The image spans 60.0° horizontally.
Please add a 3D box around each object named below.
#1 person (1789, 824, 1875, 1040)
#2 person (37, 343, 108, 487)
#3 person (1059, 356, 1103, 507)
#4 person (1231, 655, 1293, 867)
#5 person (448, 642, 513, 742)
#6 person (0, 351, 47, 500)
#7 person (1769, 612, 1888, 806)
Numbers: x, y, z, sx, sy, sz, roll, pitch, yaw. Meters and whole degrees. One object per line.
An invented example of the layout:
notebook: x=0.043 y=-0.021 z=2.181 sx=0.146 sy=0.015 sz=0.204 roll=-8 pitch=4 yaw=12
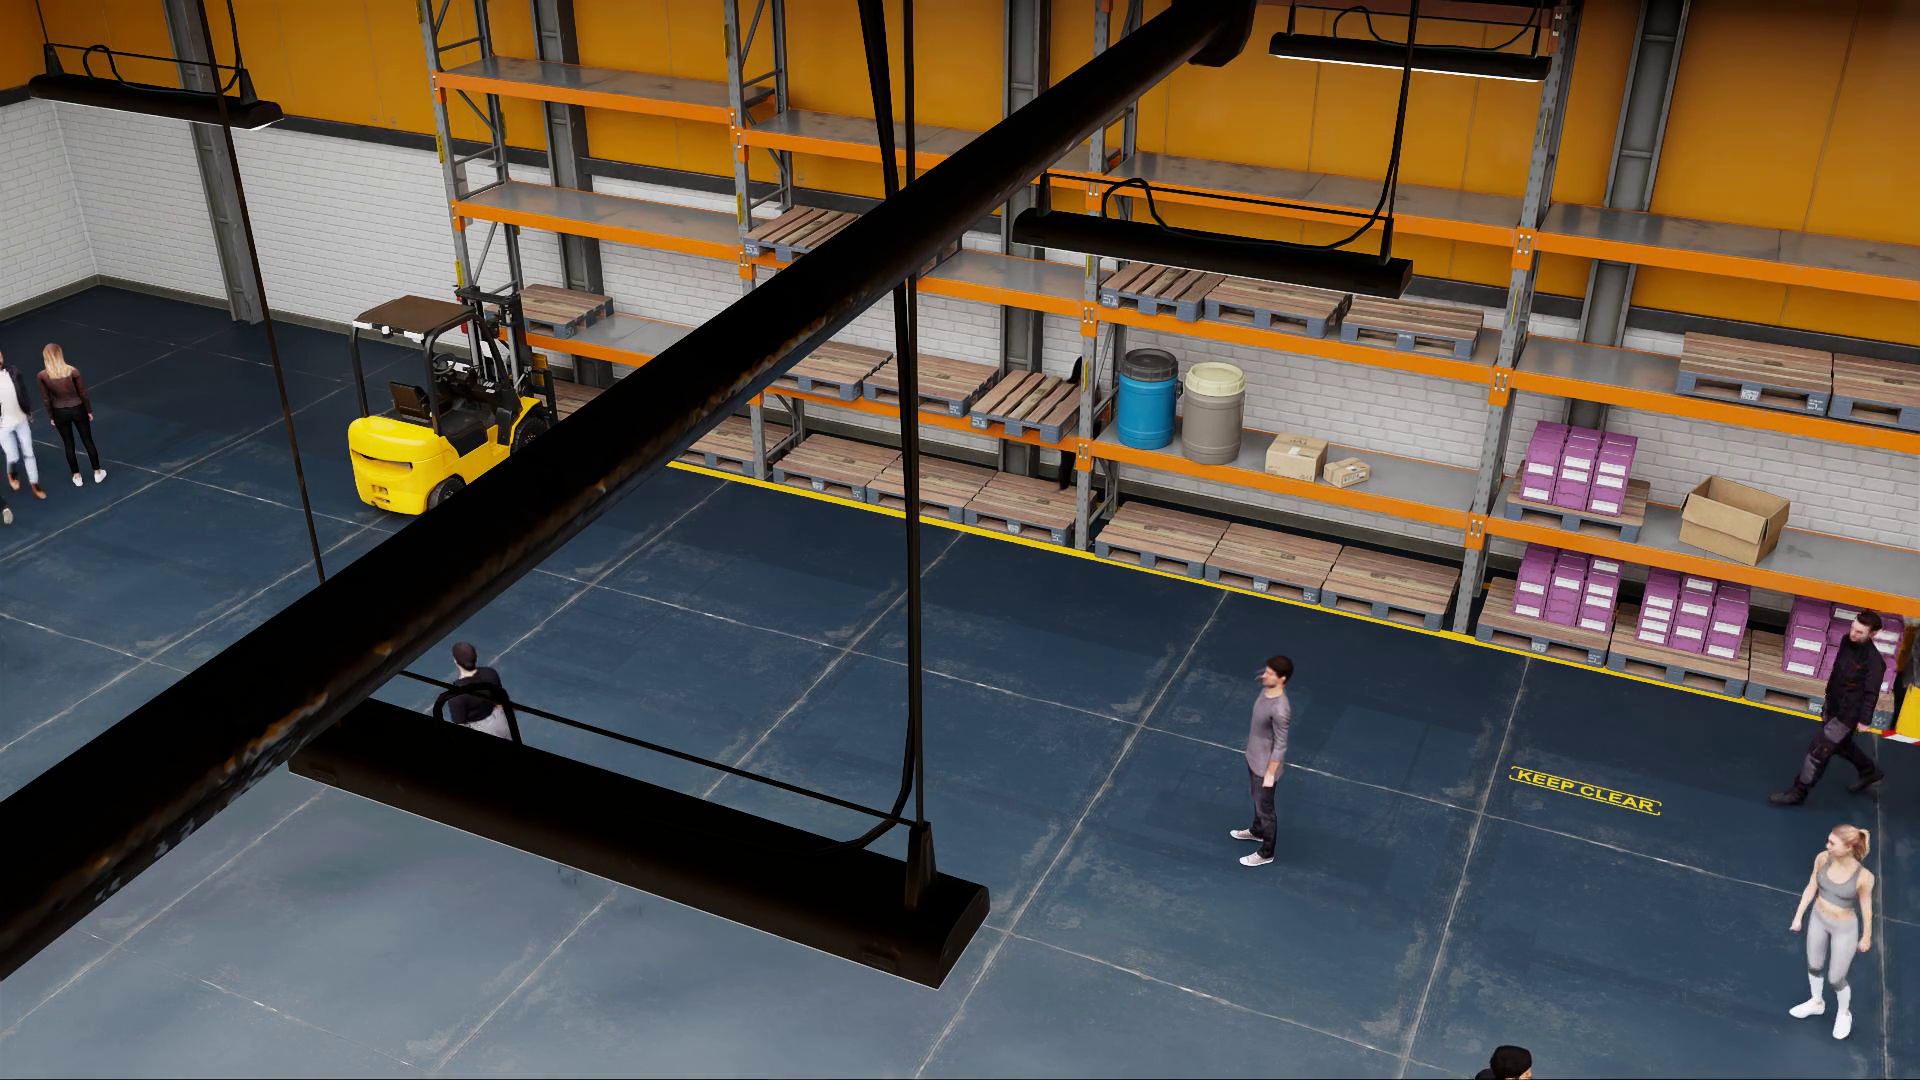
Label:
person: x=6.054 y=2.666 z=11.425 sx=0.747 sy=1.669 sz=0.849 roll=25 pitch=37 yaw=37
person: x=-10.114 y=-1.430 z=18.896 sx=0.668 sy=1.705 sz=0.715 roll=-12 pitch=31 yaw=-20
person: x=1.331 y=-1.214 z=18.386 sx=0.769 sy=1.814 sz=0.832 roll=-9 pitch=30 yaw=-17
person: x=2.398 y=1.697 z=13.007 sx=0.717 sy=1.856 sz=0.749 roll=-1 pitch=29 yaw=-2
person: x=-3.757 y=1.622 z=13.284 sx=1.179 sy=1.722 sz=0.847 roll=22 pitch=35 yaw=34
person: x=-10.653 y=-1.338 z=18.603 sx=0.876 sy=1.826 sz=0.775 roll=22 pitch=36 yaw=35
person: x=7.271 y=1.393 z=13.542 sx=1.289 sy=1.877 sz=0.996 roll=1 pitch=29 yaw=3
